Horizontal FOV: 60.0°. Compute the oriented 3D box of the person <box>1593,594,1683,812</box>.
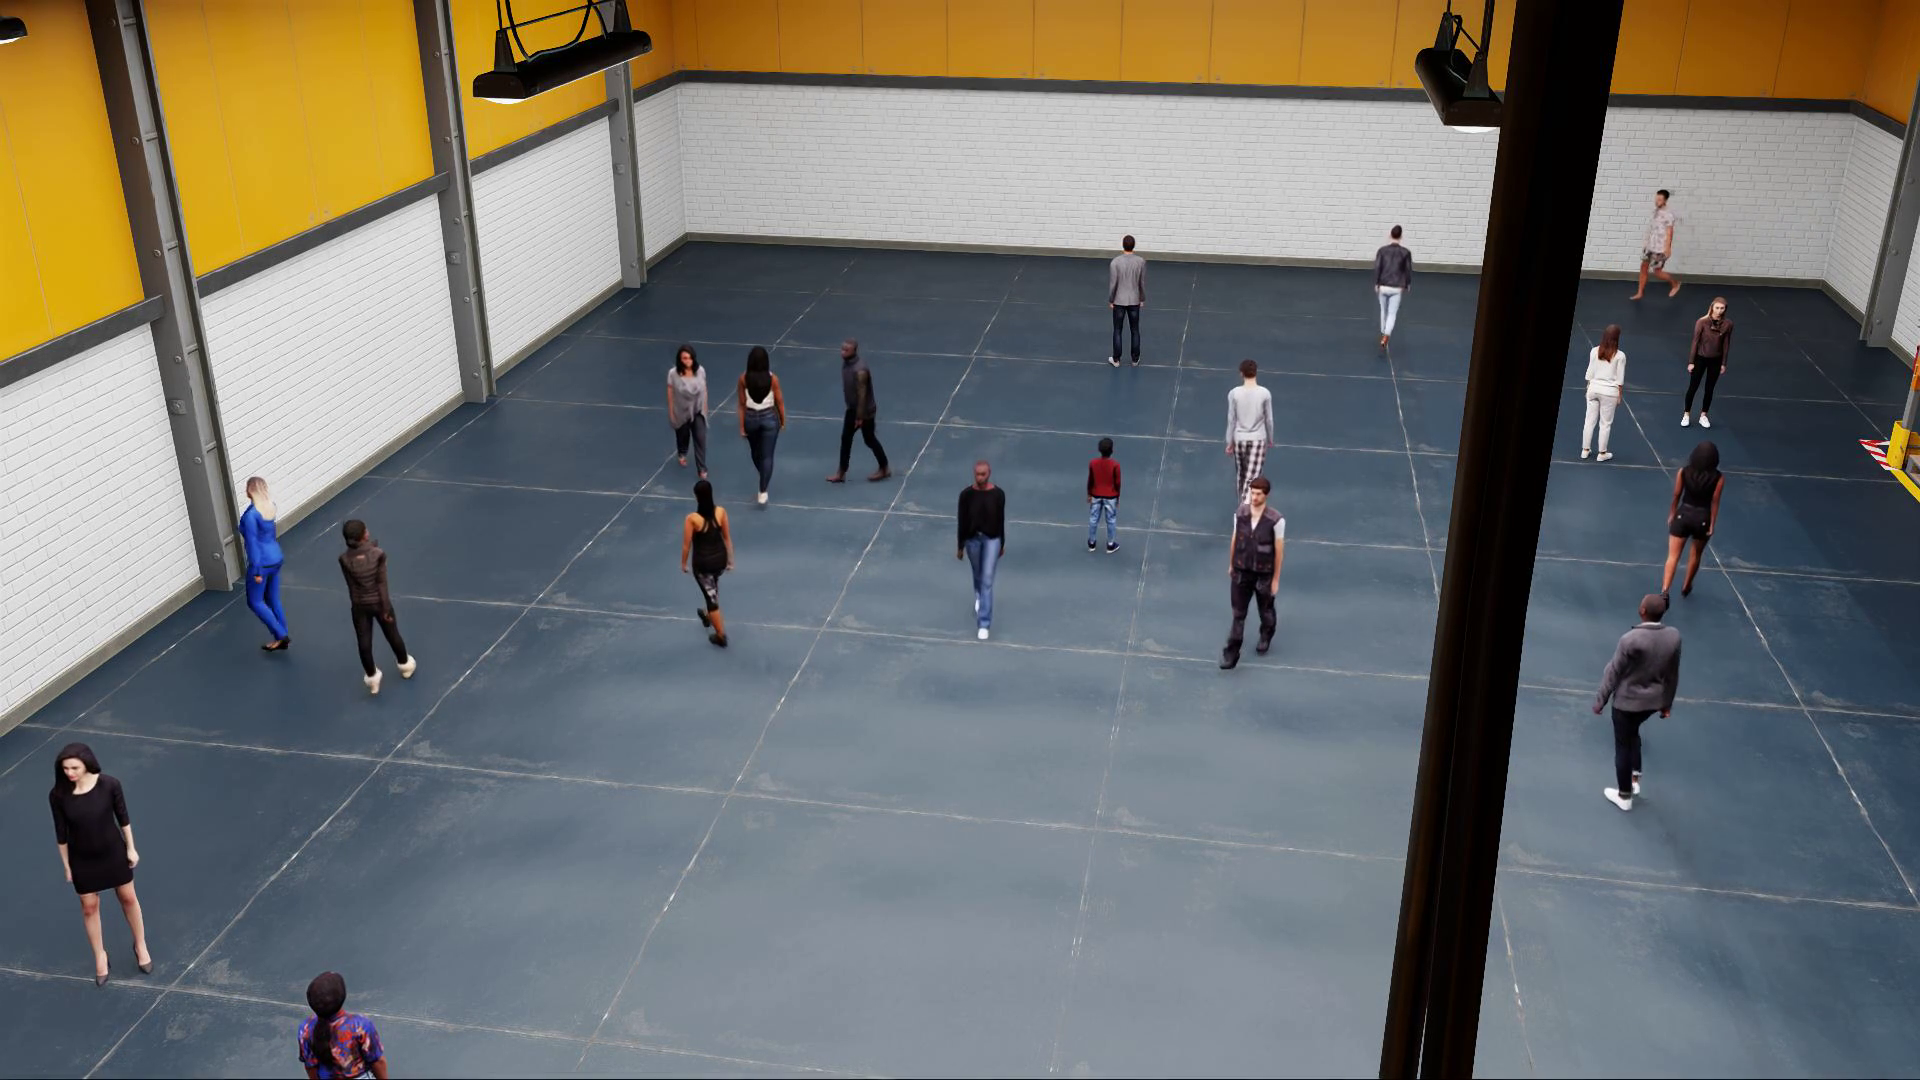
[{"bbox_3d":[5.296,1.301,12.898,0.829,1.807,0.825,-7,24,-15],"label":"person"}]

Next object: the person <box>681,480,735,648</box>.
[{"bbox_3d":[-2.311,0.234,15.543,0.958,1.643,1.012,-16,28,-33],"label":"person"}]

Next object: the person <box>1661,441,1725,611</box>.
[{"bbox_3d":[7.133,-0.115,16.256,0.875,1.711,1.195,14,27,28],"label":"person"}]

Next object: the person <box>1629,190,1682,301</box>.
[{"bbox_3d":[11.280,-4.710,26.678,1.039,1.784,1.082,-5,24,-11],"label":"person"}]

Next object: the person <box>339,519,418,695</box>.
[{"bbox_3d":[-5.255,0.535,14.862,0.944,1.637,0.802,3,24,8],"label":"person"}]

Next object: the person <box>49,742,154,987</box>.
[{"bbox_3d":[-5.696,2.120,11.026,0.660,1.804,0.671,-10,25,-21],"label":"person"}]

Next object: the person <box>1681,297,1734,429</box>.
[{"bbox_3d":[9.539,-2.276,21.210,0.606,1.703,0.487,5,24,10],"label":"person"}]

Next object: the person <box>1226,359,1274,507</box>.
[{"bbox_3d":[3.162,-1.035,18.247,0.757,1.803,1.186,8,25,18],"label":"person"}]

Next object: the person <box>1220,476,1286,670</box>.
[{"bbox_3d":[2.750,0.269,15.264,0.958,1.802,1.270,12,26,25],"label":"person"}]

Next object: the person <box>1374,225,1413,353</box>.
[{"bbox_3d":[6.267,-3.639,24.199,0.833,1.805,1.194,10,25,21],"label":"person"}]

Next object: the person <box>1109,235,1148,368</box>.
[{"bbox_3d":[2.364,-3.385,23.534,0.746,1.874,0.705,-3,24,-6],"label":"person"}]

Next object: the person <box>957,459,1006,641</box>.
[{"bbox_3d":[0.212,0.009,15.988,0.672,1.698,1.180,2,24,5],"label":"person"}]

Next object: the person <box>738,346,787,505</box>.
[{"bbox_3d":[-2.256,-1.262,18.819,0.717,1.761,1.188,2,24,5],"label":"person"}]

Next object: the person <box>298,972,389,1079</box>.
[{"bbox_3d":[-3.288,3.043,8.993,0.636,1.742,0.596,-2,24,-4],"label":"person"}]

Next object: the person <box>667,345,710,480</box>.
[{"bbox_3d":[-3.230,-1.562,19.733,0.945,1.577,1.142,-7,25,-16],"label":"person"}]

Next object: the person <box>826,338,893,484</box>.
[{"bbox_3d":[-1.085,-1.504,19.336,1.174,1.790,1.140,-11,26,-23],"label":"person"}]

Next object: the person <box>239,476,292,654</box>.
[{"bbox_3d":[-6.374,0.243,15.492,0.768,1.667,0.577,-1,24,-3],"label":"person"}]

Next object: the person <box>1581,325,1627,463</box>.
[{"bbox_3d":[7.783,-1.786,20.107,0.684,1.688,0.699,19,30,36],"label":"person"}]

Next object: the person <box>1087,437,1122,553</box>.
[{"bbox_3d":[1.531,-0.484,17.674,0.529,1.251,0.517,8,25,17],"label":"person"}]
